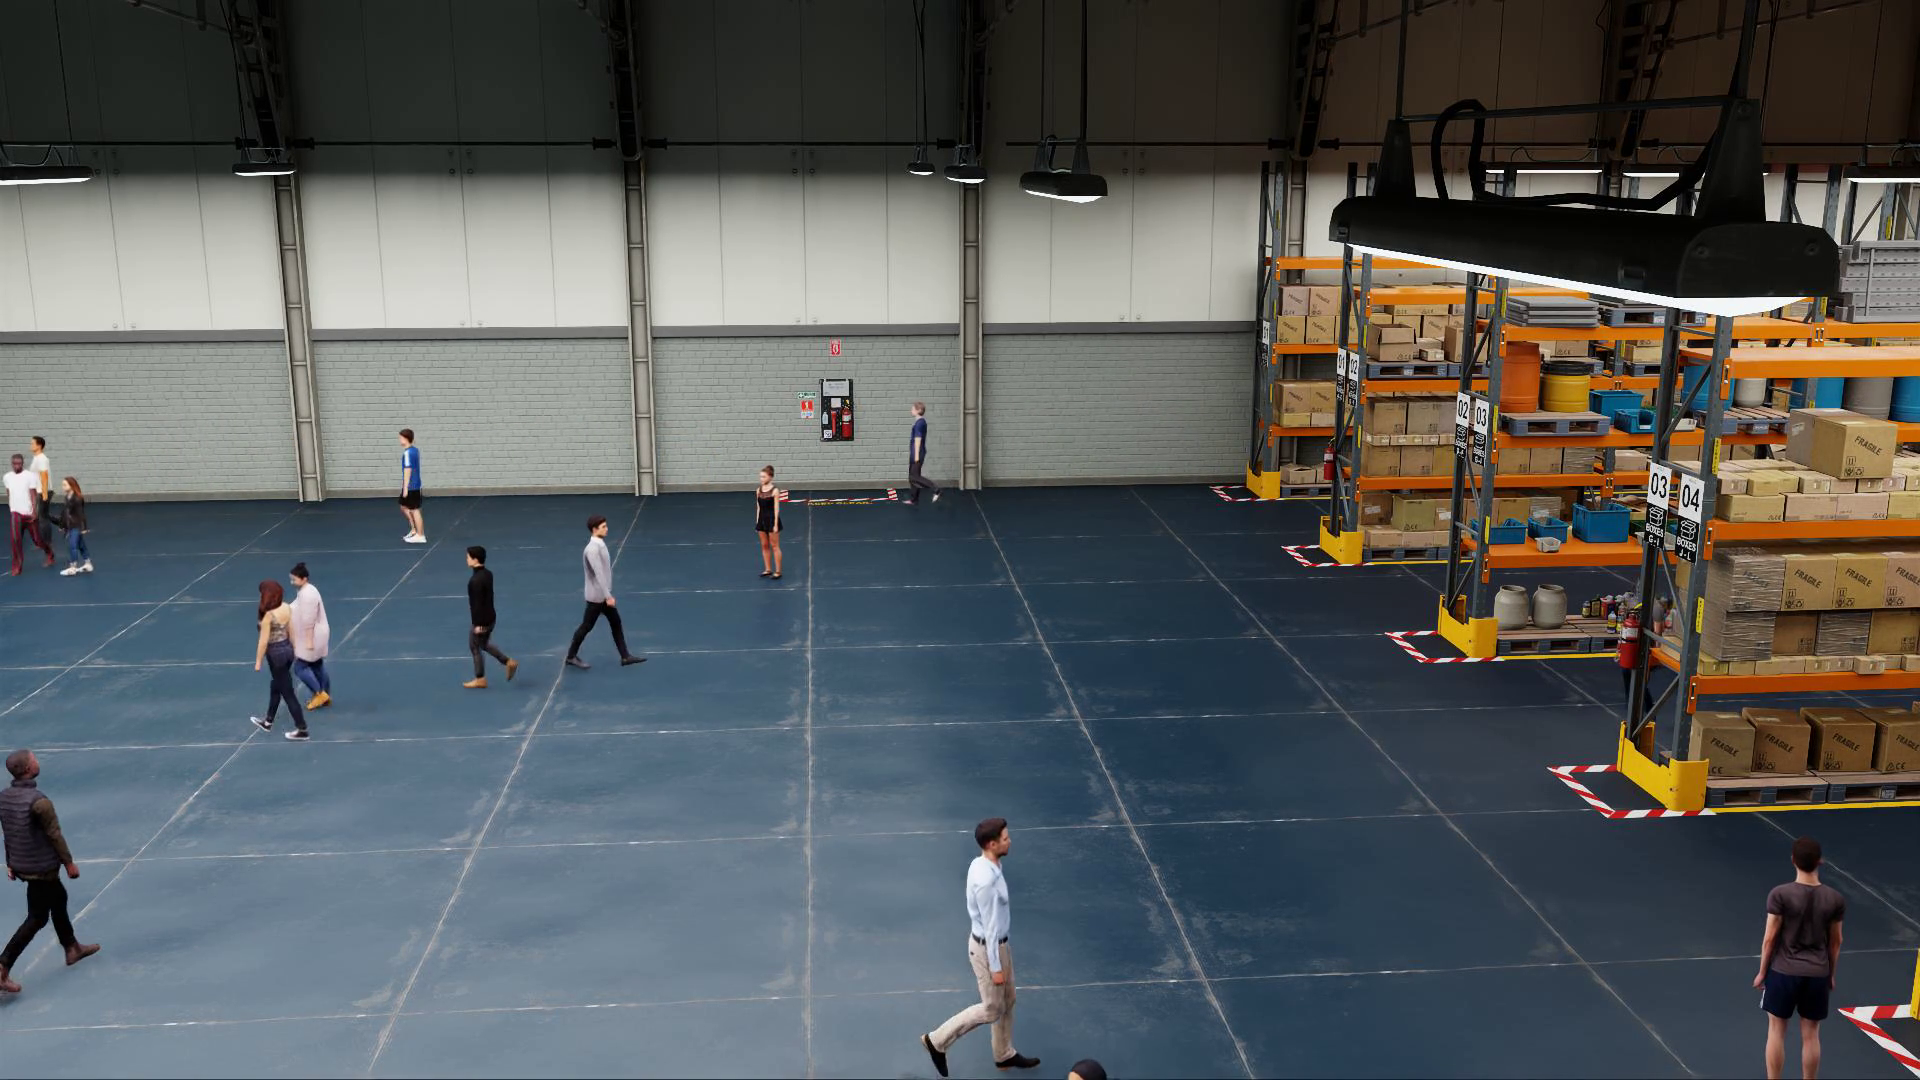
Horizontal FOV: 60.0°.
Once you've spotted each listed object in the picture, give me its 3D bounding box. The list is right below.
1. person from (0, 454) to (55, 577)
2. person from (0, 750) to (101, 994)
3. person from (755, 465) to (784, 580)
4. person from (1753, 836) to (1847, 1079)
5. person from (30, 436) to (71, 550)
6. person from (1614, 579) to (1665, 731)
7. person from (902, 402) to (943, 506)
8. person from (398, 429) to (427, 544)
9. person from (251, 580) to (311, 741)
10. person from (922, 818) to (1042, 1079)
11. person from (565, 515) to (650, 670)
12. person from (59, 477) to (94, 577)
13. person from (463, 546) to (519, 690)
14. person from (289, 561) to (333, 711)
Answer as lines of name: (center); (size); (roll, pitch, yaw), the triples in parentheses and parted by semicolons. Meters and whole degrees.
person: (-13.892, -0.399, 24.794); (1.001, 1.798, 0.739); (0, 13, -1)
person: (-6.933, 2.481, 12.359); (1.218, 1.797, 1.206); (8, 15, 32)
person: (-2.804, -0.268, 24.496); (0.674, 1.678, 0.743); (9, 16, 35)
person: (5.432, 2.817, 10.787); (0.551, 1.851, 0.750); (1, 13, 5)
person: (-14.452, -0.756, 26.359); (1.012, 1.788, 0.913); (-11, 17, -40)
person: (7.382, 1.215, 17.942); (0.757, 1.744, 0.726); (-6, 14, -23)
person: (-0.665, -1.500, 29.434); (0.948, 1.849, 0.715); (0, 13, 1)
person: (-8.708, -0.868, 26.686); (0.674, 1.857, 0.714); (-3, 13, -13)
person: (-7.122, 1.287, 17.627); (1.062, 1.746, 0.795); (3, 13, 12)
person: (0.125, 2.757, 11.116); (1.050, 1.819, 0.691); (0, 13, -1)
person: (-4.448, 0.662, 20.021); (1.288, 1.884, 0.871); (1, 13, 4)
person: (-13.113, -0.224, 24.774); (0.802, 1.465, 0.863); (11, 17, 40)
person: (-5.503, 0.901, 19.379); (0.902, 1.708, 0.727); (1, 13, 3)
person: (-7.185, 1.071, 18.603); (0.723, 1.726, 0.790); (-3, 13, -13)
